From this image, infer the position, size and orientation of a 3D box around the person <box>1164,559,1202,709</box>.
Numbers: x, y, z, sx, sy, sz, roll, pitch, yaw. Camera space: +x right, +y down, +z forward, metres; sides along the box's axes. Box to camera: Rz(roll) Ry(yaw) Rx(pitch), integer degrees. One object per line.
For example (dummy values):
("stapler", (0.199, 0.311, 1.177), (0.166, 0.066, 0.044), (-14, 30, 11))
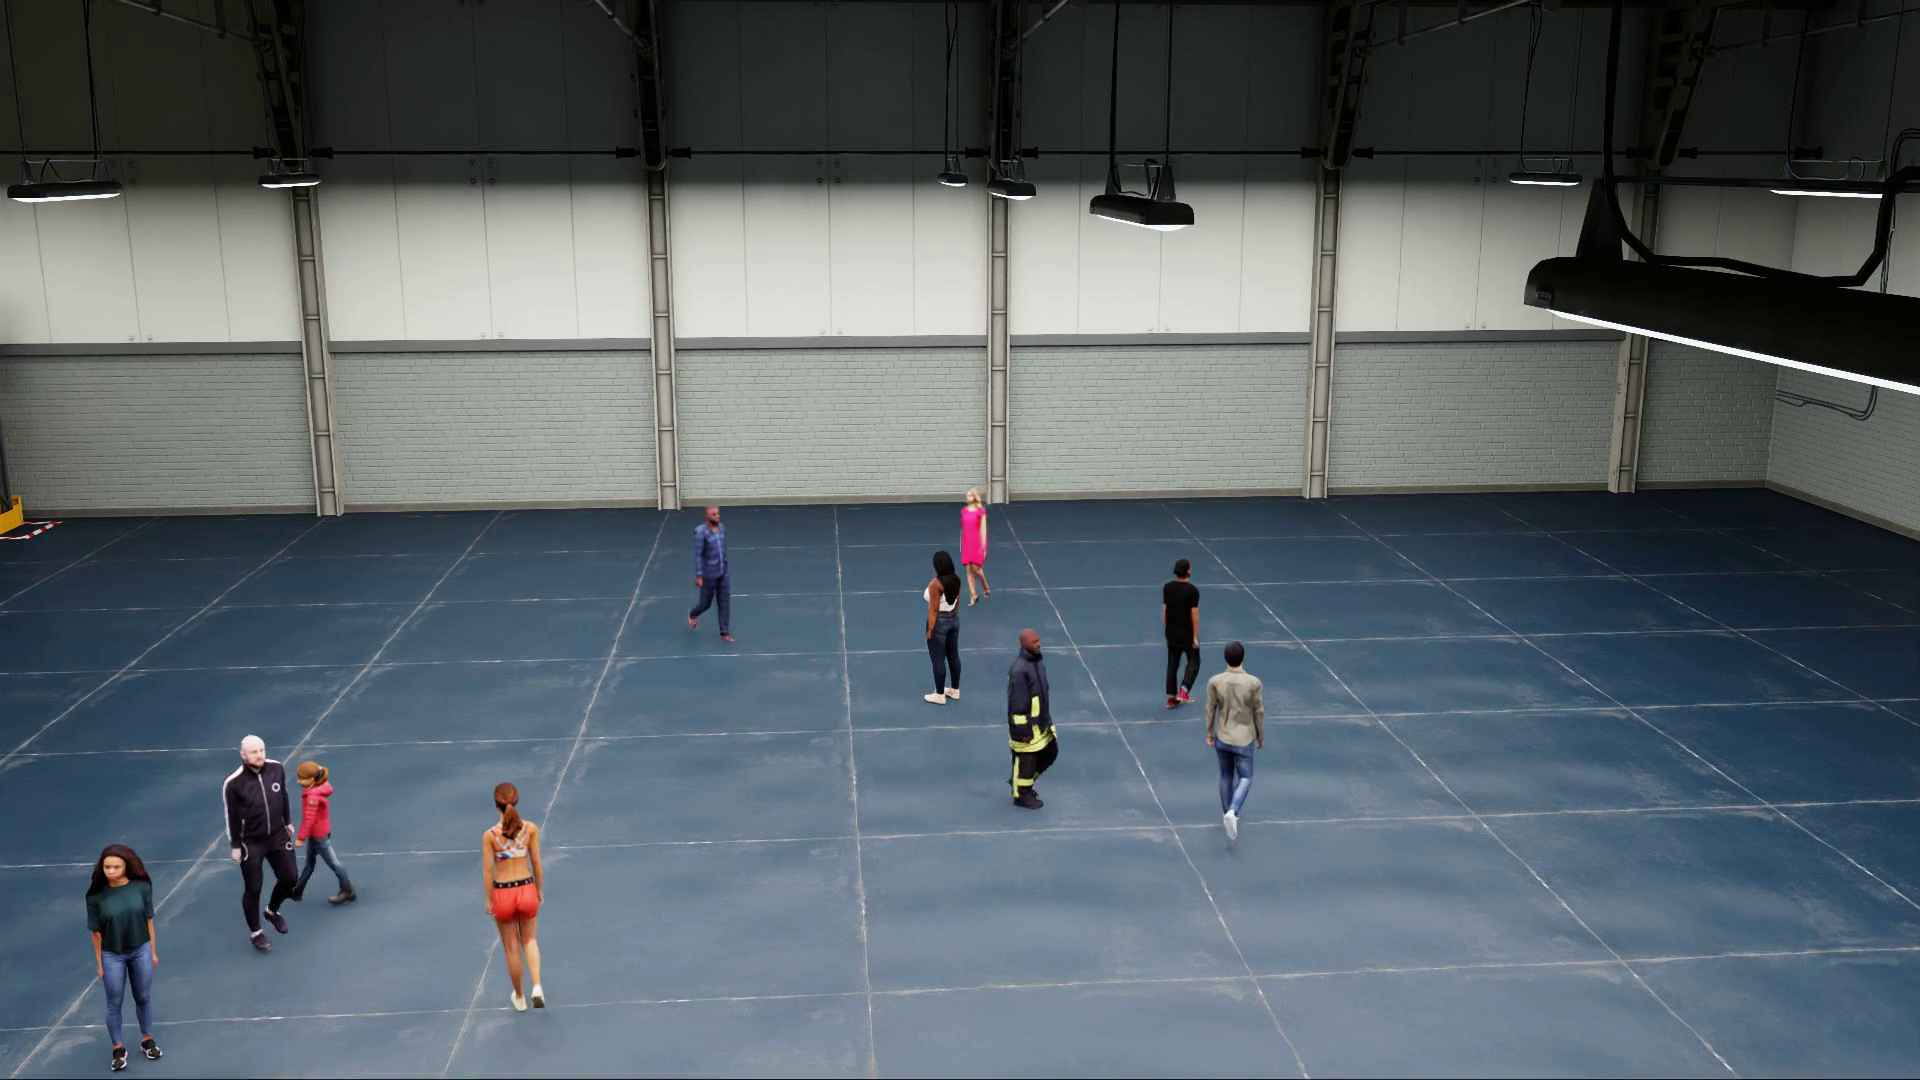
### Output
("person", (2.503, 1.101, 19.130), (0.769, 1.745, 0.836), (10, 16, 36))

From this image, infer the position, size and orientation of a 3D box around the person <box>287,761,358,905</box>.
("person", (-5.361, 2.501, 14.118), (0.923, 1.279, 0.664), (-5, 14, -20))

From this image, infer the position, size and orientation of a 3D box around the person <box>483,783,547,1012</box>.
("person", (-3.259, 2.679, 12.240), (0.831, 1.780, 0.806), (-7, 15, -27))

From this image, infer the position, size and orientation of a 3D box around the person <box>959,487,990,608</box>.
("person", (0.242, 0.082, 23.590), (0.814, 1.719, 0.861), (9, 16, 33))

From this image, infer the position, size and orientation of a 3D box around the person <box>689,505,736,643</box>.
("person", (-3.302, 0.425, 21.938), (1.138, 1.796, 1.104), (12, 18, 42))

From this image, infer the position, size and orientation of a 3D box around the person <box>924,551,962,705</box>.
("person", (-0.181, 1.007, 19.404), (0.807, 1.806, 0.738), (12, 18, 42))

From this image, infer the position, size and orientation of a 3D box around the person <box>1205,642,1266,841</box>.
("person", (2.551, 1.884, 15.509), (1.040, 1.852, 1.010), (5, 14, 19))

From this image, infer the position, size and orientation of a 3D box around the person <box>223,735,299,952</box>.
("person", (-5.672, 2.398, 13.375), (0.913, 1.815, 0.855), (12, 17, 41))

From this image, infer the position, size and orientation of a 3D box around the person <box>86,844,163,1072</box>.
("person", (-5.860, 2.893, 11.681), (0.673, 1.615, 0.760), (-9, 16, -34))

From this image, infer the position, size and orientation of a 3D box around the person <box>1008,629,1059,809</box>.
("person", (0.595, 1.730, 16.268), (1.004, 1.810, 0.945), (8, 15, 31))
